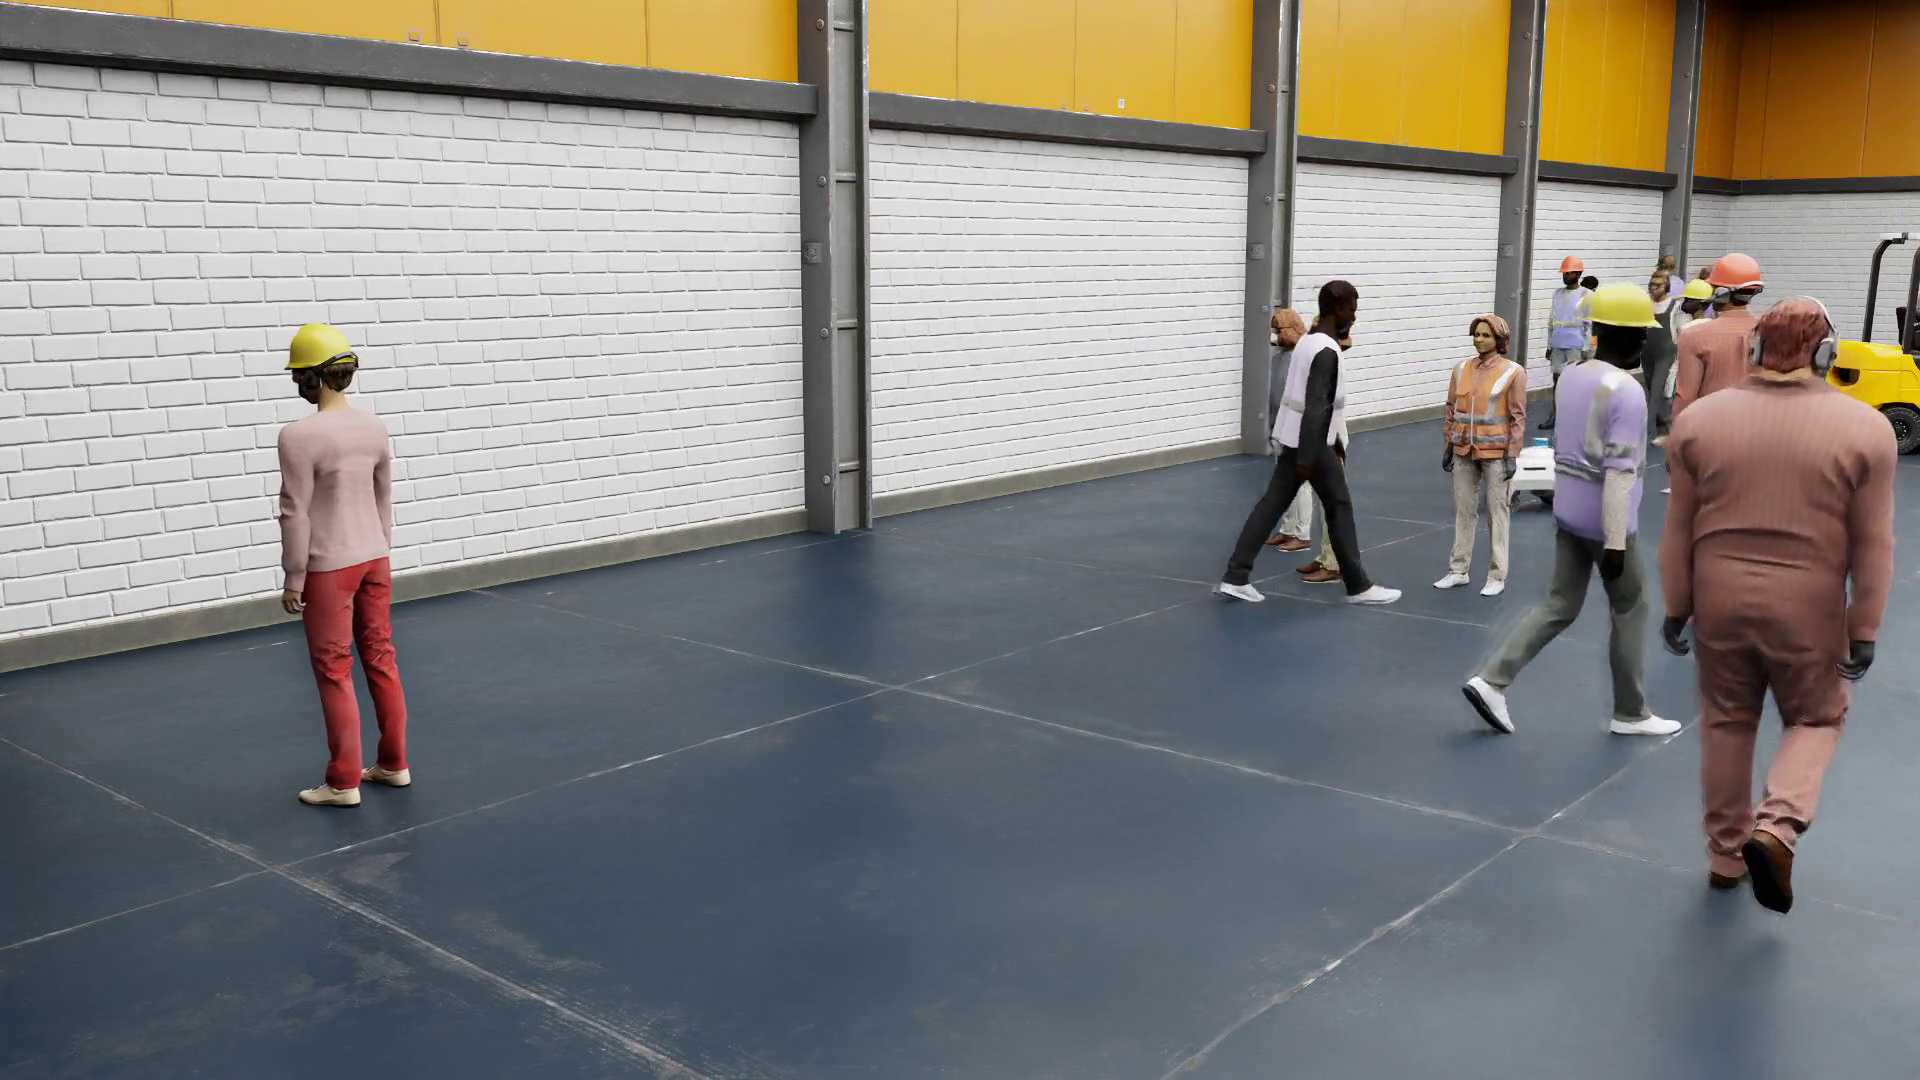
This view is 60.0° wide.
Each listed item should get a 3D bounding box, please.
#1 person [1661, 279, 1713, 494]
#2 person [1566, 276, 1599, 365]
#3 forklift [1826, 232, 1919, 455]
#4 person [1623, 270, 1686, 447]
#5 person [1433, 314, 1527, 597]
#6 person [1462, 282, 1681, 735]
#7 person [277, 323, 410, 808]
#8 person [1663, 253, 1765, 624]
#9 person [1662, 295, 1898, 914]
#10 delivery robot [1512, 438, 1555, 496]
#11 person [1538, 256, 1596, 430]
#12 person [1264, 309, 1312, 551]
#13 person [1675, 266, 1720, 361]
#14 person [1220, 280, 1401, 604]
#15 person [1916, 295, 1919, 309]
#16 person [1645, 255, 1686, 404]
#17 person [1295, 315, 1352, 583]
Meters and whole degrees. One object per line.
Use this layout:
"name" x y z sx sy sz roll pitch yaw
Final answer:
"person" 6.025 -1.251 13.701 0.302 1.772 0.530 8 13 39
"person" 7.709 -2.405 20.506 0.517 1.689 0.318 2 10 13
"forklift" 9.955 -1.972 16.595 2.313 2.155 1.214 1 10 8
"person" 6.973 -1.811 16.804 0.963 1.792 0.527 -8 13 -38
"person" 3.068 -0.498 9.770 0.308 1.645 0.514 -8 13 -40
"person" 2.558 -0.105 6.820 0.876 1.896 0.594 -2 10 -9
"person" -2.276 0.094 6.082 0.341 1.757 0.518 4 11 20
"person" 4.116 -0.532 8.955 0.622 1.996 0.370 -1 10 -3
"person" 2.455 0.208 5.062 0.649 1.892 0.594 8 13 37
"delivery robot" 4.486 -0.545 12.871 0.707 0.478 0.477 -1 10 -7
"person" 6.730 -2.165 18.418 0.361 1.939 0.542 -7 12 -35
"person" 2.208 -0.737 11.191 0.294 1.623 0.494 -3 10 -15
"person" 8.374 -2.173 18.775 0.455 1.829 0.600 -8 13 -38
"person" 1.971 -0.536 9.417 1.039 1.859 0.608 -1 10 -4
"person" 13.334 -2.846 22.822 0.559 1.751 0.595 1 10 5
"person" 9.128 -2.725 21.611 0.631 1.940 0.372 -7 12 -36
"person" 2.216 -0.555 10.117 0.279 1.634 0.498 2 10 9
